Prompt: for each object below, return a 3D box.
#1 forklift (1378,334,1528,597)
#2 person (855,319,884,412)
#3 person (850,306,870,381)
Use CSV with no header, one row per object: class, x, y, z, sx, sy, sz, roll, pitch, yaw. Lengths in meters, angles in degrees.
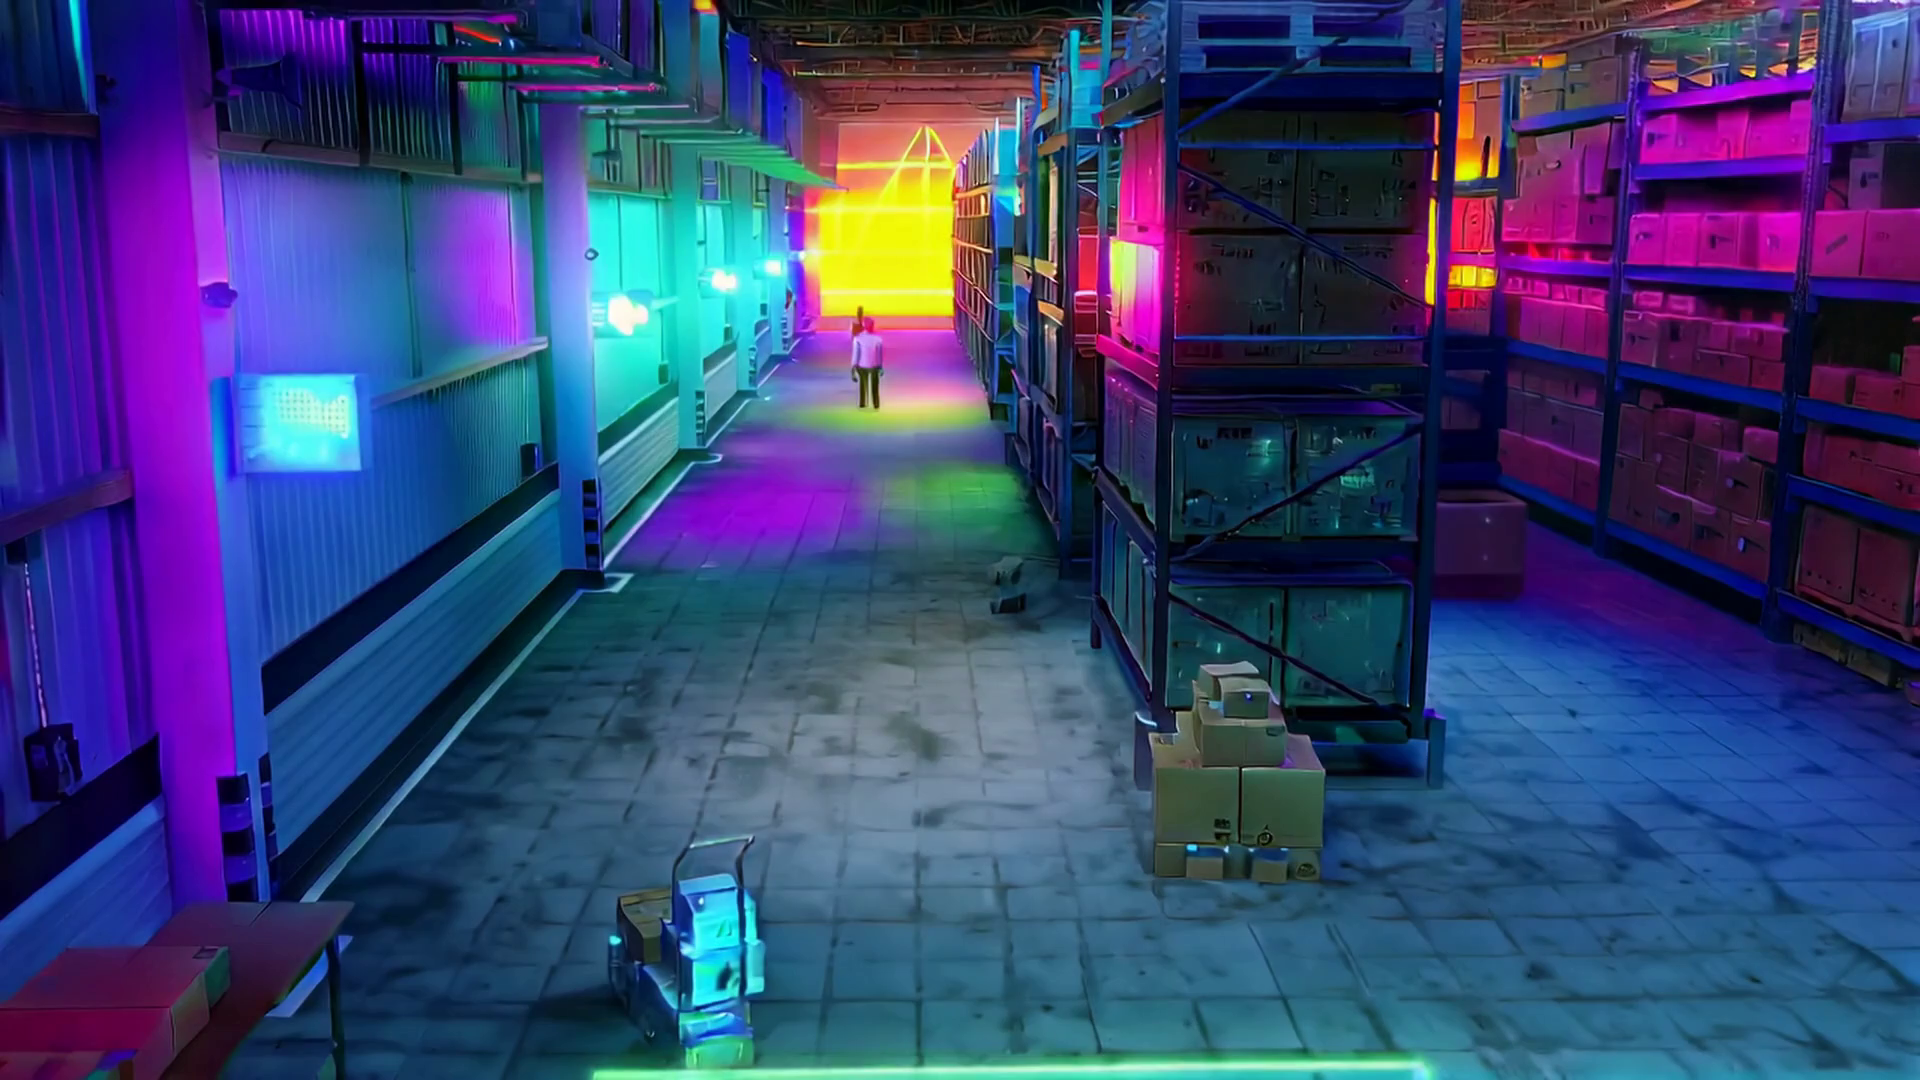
forklift,5.520,-0.889,18.476,1.129,2.768,1.873,0,11,-2
person,-1.937,-3.711,35.497,0.617,1.988,0.402,0,11,1
person,-2.545,-5.038,42.605,0.591,1.910,0.387,-5,12,-24
